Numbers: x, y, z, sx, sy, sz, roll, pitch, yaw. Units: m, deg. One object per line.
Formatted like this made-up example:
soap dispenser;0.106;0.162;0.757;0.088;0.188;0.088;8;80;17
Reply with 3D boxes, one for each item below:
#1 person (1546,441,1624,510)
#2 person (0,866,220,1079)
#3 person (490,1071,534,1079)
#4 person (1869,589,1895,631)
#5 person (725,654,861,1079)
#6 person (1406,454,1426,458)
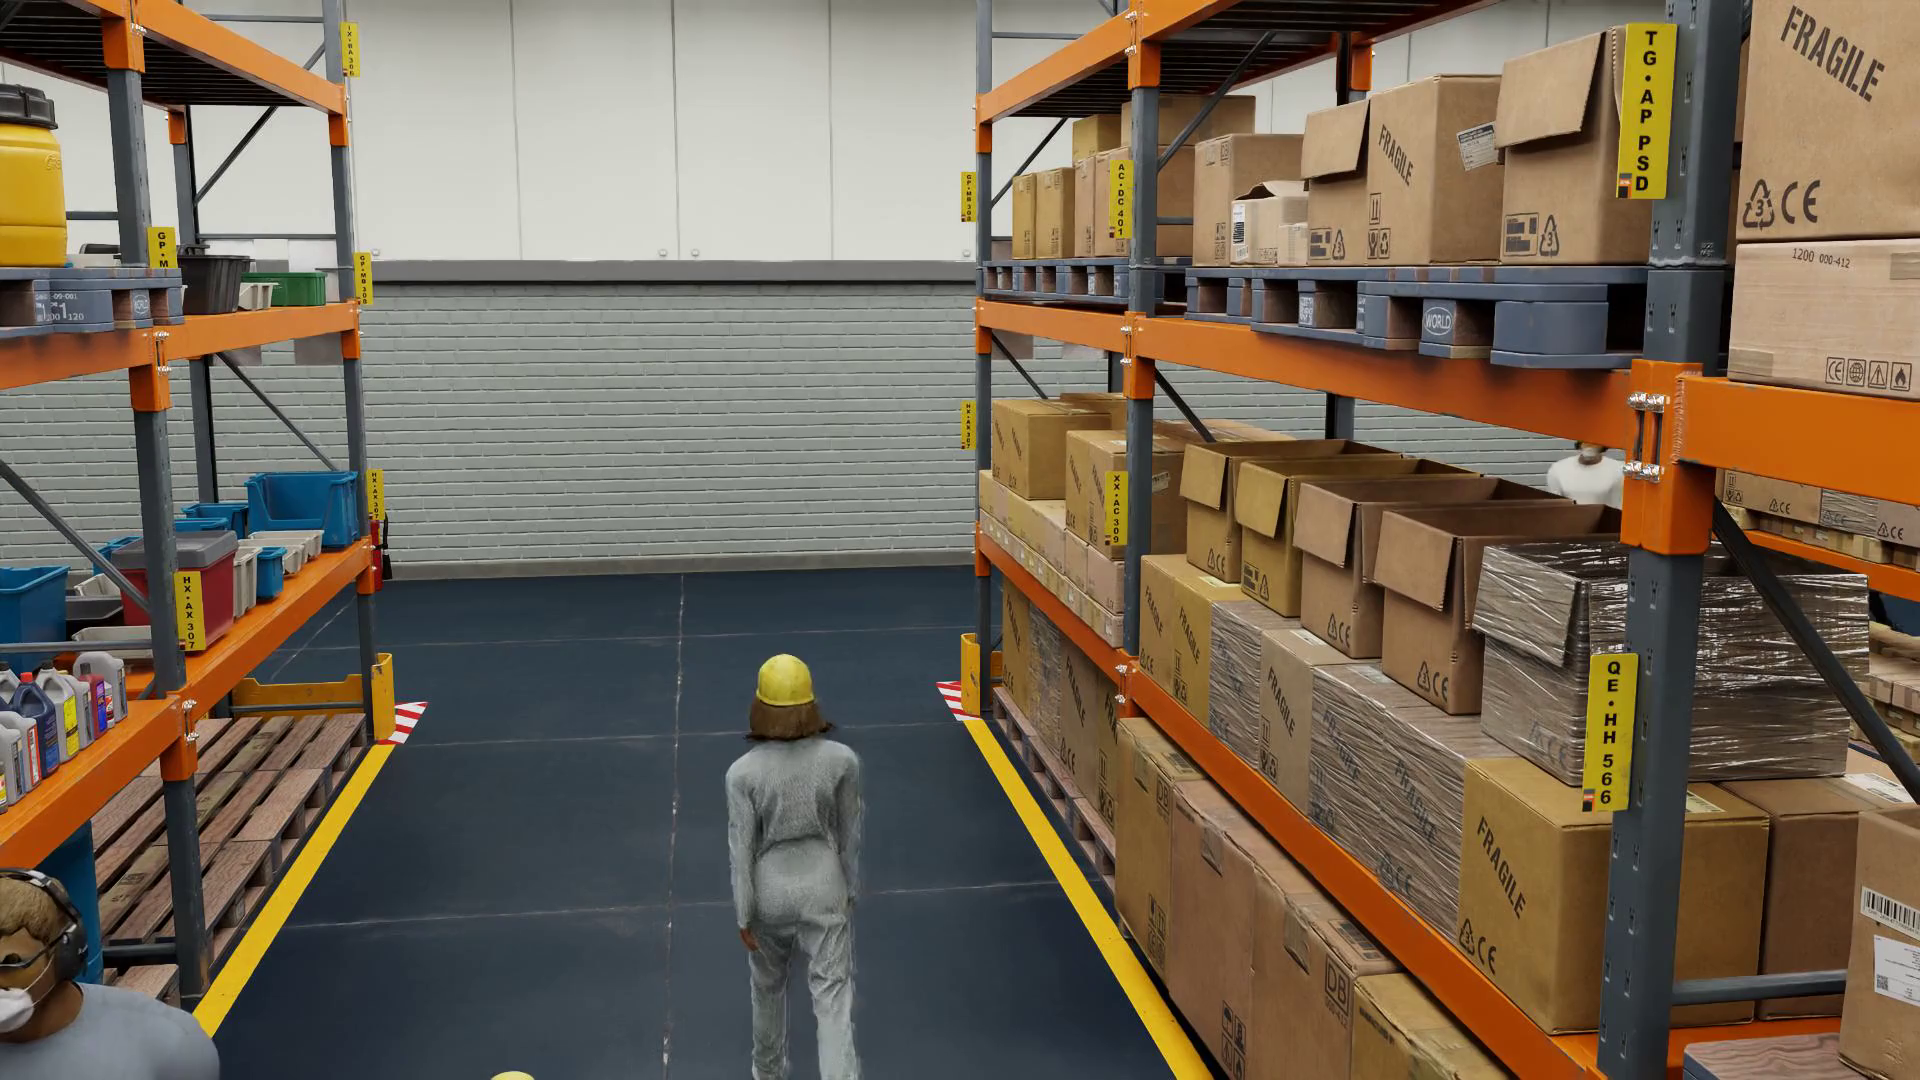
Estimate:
person;4.694;0.055;12.552;0.670;1.919;0.458;8;12;41
person;-1.748;1.552;3.236;0.633;1.938;0.356;-2;9;-13
person;-0.676;1.711;2.583;0.591;1.834;0.404;0;9;1
person;7.062;-0.026;13.079;1.025;1.923;0.619;-2;9;-12
person;-0.565;1.248;5.814;0.481;1.707;0.872;-2;9;-13
person;2.501;0.524;9.265;0.688;2.000;0.537;-2;10;-15
